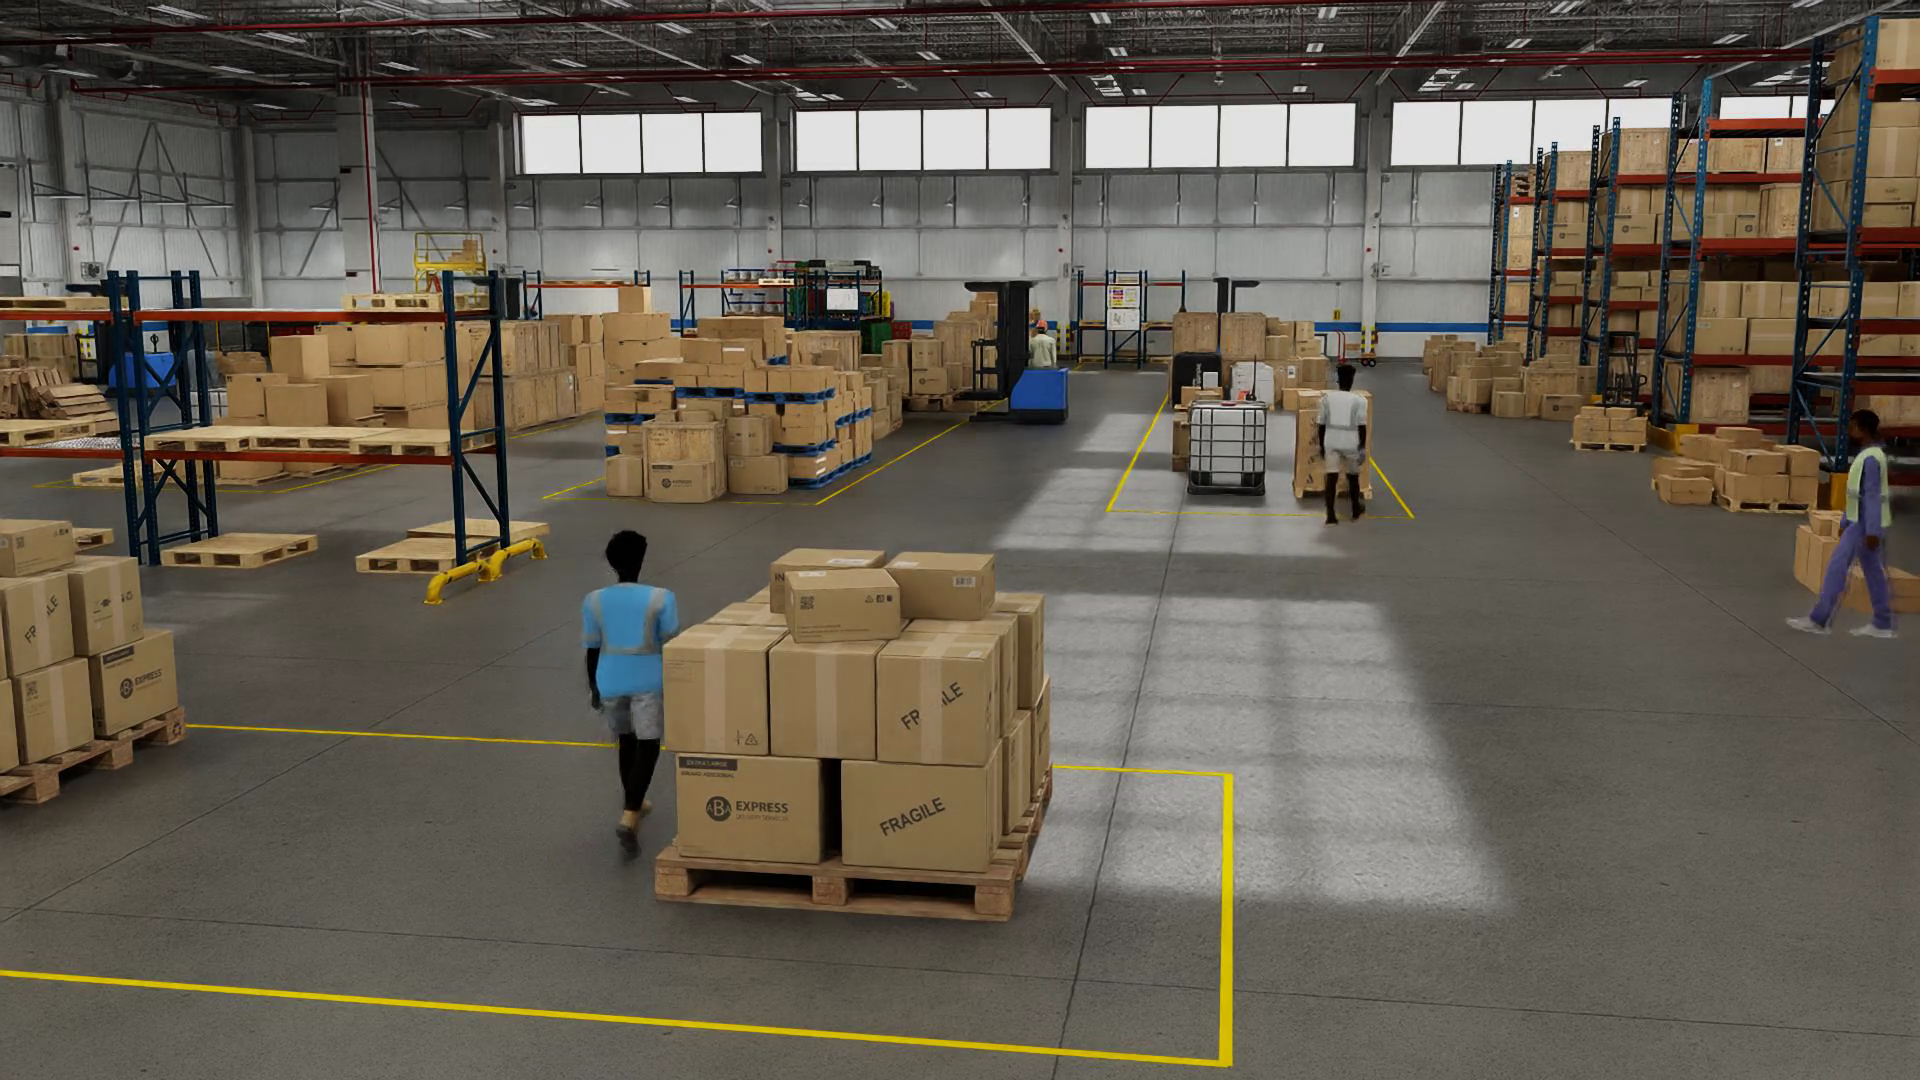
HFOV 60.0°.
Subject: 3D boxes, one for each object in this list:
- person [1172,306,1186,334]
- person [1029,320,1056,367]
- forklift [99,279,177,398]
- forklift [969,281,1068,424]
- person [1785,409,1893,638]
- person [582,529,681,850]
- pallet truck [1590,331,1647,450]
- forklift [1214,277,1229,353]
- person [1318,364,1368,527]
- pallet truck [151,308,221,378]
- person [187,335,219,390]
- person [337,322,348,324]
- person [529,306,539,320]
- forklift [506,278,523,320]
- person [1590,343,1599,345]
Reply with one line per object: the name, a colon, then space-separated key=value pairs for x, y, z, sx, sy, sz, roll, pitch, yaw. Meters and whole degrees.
person: x=6.821 y=-6.192 z=51.018 sx=0.627 sy=1.934 sz=0.371 roll=2 pitch=9 yaw=10
person: x=1.727 y=-3.622 z=35.007 sx=0.608 sy=1.985 sz=0.395 roll=2 pitch=9 yaw=10
forklift: x=-19.606 y=-4.720 z=39.027 sx=1.873 sy=2.768 sz=1.129 roll=1 pitch=9 yaw=9
forklift: x=1.194 y=-3.753 z=33.059 sx=1.873 sy=2.768 sz=1.129 roll=1 pitch=9 yaw=9
person: x=7.352 y=-0.139 z=13.809 sx=0.899 sy=1.880 sz=0.629 roll=5 pitch=10 yaw=28
person: x=-1.755 y=0.779 z=8.829 sx=0.525 sy=1.670 sz=0.805 roll=2 pitch=9 yaw=9
pallet truck: x=11.253 y=-2.573 z=28.499 sx=0.823 sy=1.965 sz=1.885 roll=5 pitch=10 yaw=27
forklift: x=7.608 y=-6.240 z=48.397 sx=1.873 sy=2.768 sz=1.129 roll=1 pitch=9 yaw=9
person: x=4.590 y=-1.137 z=19.888 sx=0.636 sy=1.908 sz=1.006 roll=5 pitch=11 yaw=30
pallet truck: x=-21.869 y=-5.598 z=47.154 sx=0.823 sy=1.965 sz=1.885 roll=4 pitch=10 yaw=26
person: x=-13.224 y=-2.633 z=29.051 sx=0.627 sy=1.940 sz=0.371 roll=2 pitch=9 yaw=10
person: x=-18.730 y=-6.176 z=50.898 sx=0.627 sy=1.940 sz=0.371 roll=2 pitch=9 yaw=10
person: x=-13.852 y=-6.645 z=53.989 sx=1.008 sy=1.880 sz=0.566 roll=-2 pitch=9 yaw=-13
forklift: x=-11.982 y=-5.655 z=44.792 sx=1.873 sy=2.768 sz=1.129 roll=-3 pitch=10 yaw=-17
person: x=14.300 y=-3.947 z=37.304 sx=0.418 sy=1.887 sz=0.670 roll=-2 pitch=9 yaw=-13
